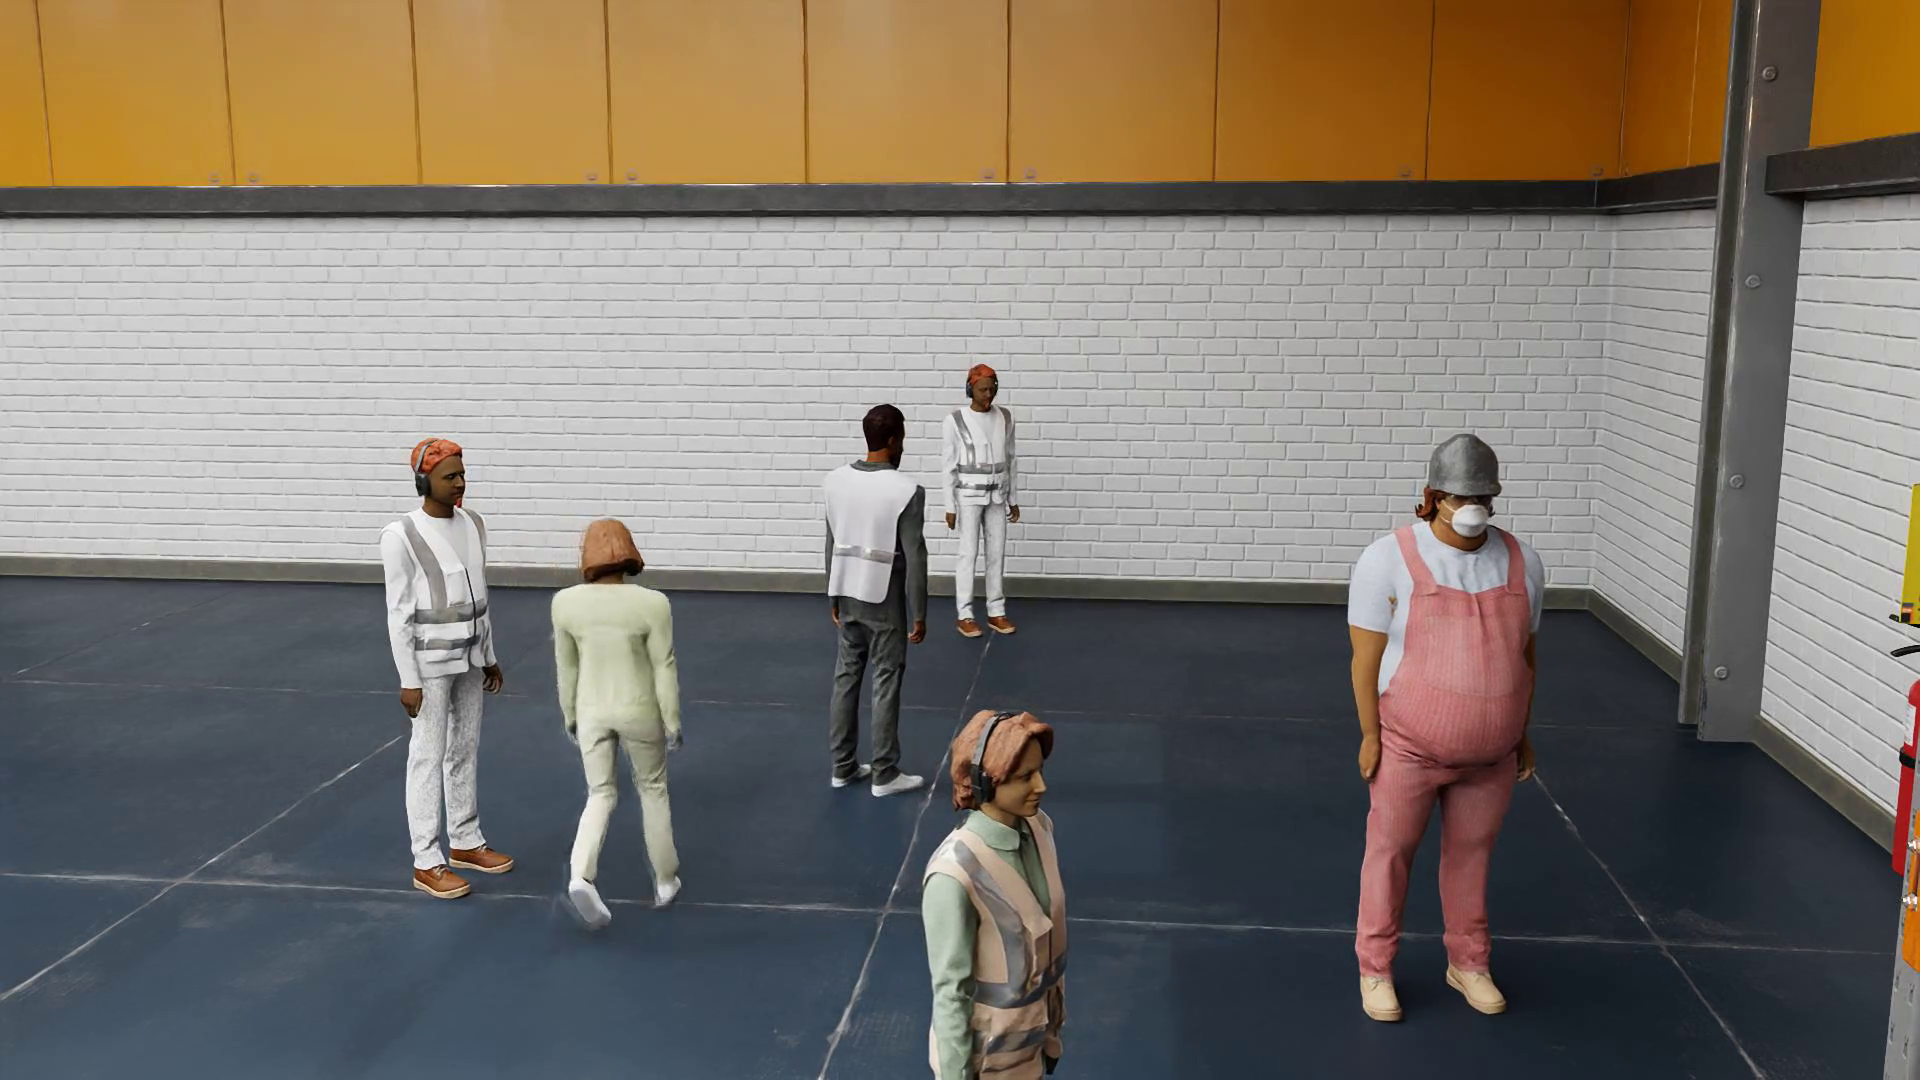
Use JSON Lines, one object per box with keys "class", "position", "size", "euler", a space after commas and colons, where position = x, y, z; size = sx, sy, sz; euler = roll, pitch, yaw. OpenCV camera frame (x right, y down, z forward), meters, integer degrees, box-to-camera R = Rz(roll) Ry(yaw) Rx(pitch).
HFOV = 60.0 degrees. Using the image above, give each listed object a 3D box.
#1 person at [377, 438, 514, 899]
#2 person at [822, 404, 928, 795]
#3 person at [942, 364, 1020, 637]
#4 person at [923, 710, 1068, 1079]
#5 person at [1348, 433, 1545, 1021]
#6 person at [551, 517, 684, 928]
{"class": "person", "position": [-2.123, 0.518, 6.899], "size": [0.355, 1.882, 0.576], "euler": [4, 11, 21]}
{"class": "person", "position": [-0.423, 0.296, 8.115], "size": [0.594, 1.908, 0.398], "euler": [7, 12, 34]}
{"class": "person", "position": [0.147, -0.269, 11.433], "size": [0.585, 1.879, 0.367], "euler": [-6, 12, -31]}
{"class": "person", "position": [0.083, 1.183, 3.789], "size": [0.306, 1.639, 0.522], "euler": [5, 11, 26]}
{"class": "person", "position": [1.692, 0.646, 5.711], "size": [0.678, 2.000, 0.536], "euler": [-1, 10, -6]}
{"class": "person", "position": [-1.365, 0.722, 6.549], "size": [0.521, 1.613, 0.660], "euler": [1, 10, 5]}
